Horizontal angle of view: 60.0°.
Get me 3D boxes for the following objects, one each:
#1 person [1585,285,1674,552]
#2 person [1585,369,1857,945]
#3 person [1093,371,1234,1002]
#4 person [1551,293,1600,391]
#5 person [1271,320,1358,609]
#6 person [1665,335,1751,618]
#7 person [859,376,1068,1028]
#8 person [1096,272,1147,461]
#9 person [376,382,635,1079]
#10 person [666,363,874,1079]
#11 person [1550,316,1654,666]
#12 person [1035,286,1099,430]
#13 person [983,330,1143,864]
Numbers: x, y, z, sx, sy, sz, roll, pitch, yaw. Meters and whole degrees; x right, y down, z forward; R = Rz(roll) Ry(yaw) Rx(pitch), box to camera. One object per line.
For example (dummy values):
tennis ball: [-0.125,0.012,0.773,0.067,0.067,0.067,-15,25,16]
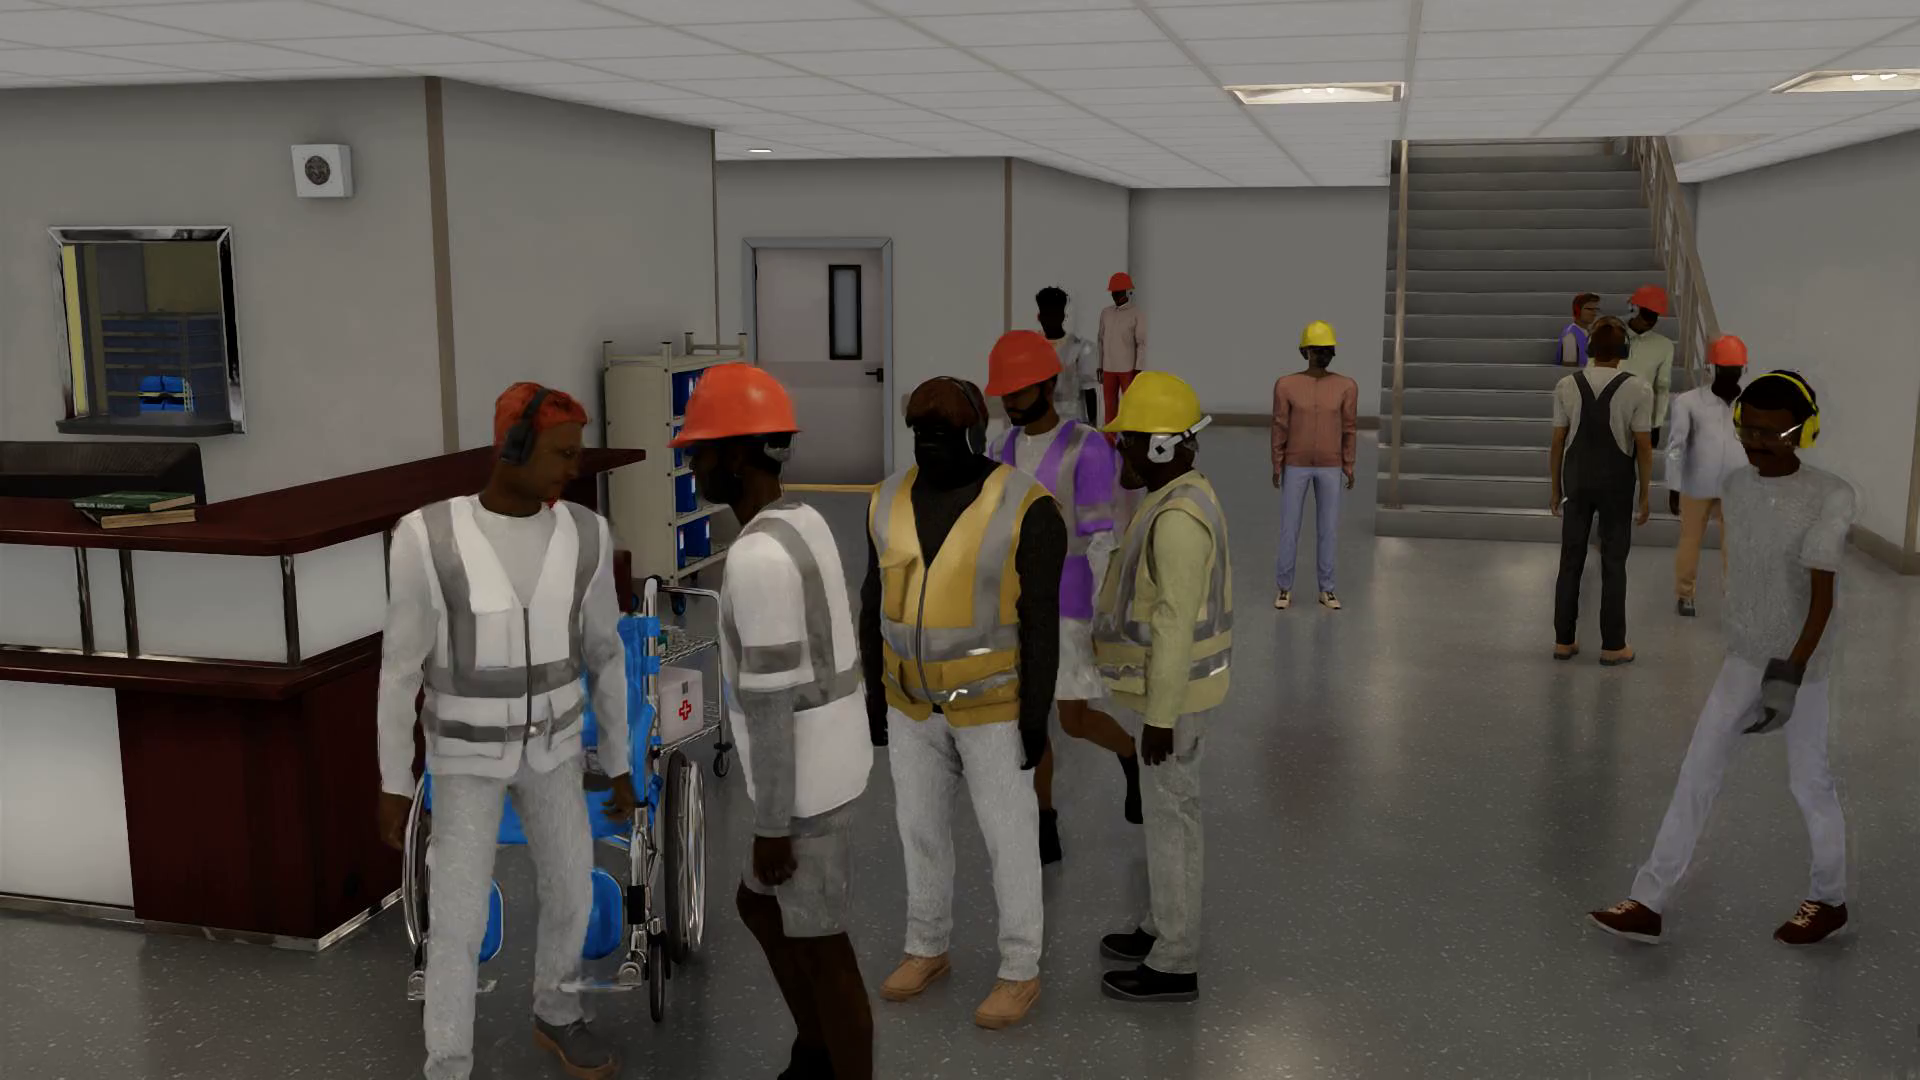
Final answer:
person: [4.860,-0.895,12.242,0.667,1.954,0.640,2,10,10]
person: [2.432,0.393,5.069,0.940,1.814,0.494,-5,11,-25]
person: [0.589,0.423,4.872,0.403,1.828,0.596,1,10,6]
person: [5.380,-1.236,14.576,0.373,1.842,0.576,6,11,31]
person: [2.162,-0.452,10.179,0.526,1.772,0.304,0,10,3]
person: [4.386,-0.330,9.644,0.585,1.696,0.905,2,10,11]
person: [-0.010,0.452,4.690,0.626,1.832,0.432,6,11,30]
person: [1.696,-1.839,17.677,0.610,1.993,0.380,8,13,40]
person: [-1.146,0.540,4.106,0.649,1.852,0.457,-7,12,-37]
person: [-0.425,0.551,3.878,0.512,1.911,0.545,1,10,4]
person: [3.384,-0.258,8.799,0.513,1.843,0.334,7,12,35]
person: [0.668,-0.814,11.777,0.625,1.948,0.418,7,12,35]
person: [0.381,0.211,5.876,0.591,1.904,0.697,9,13,44]
